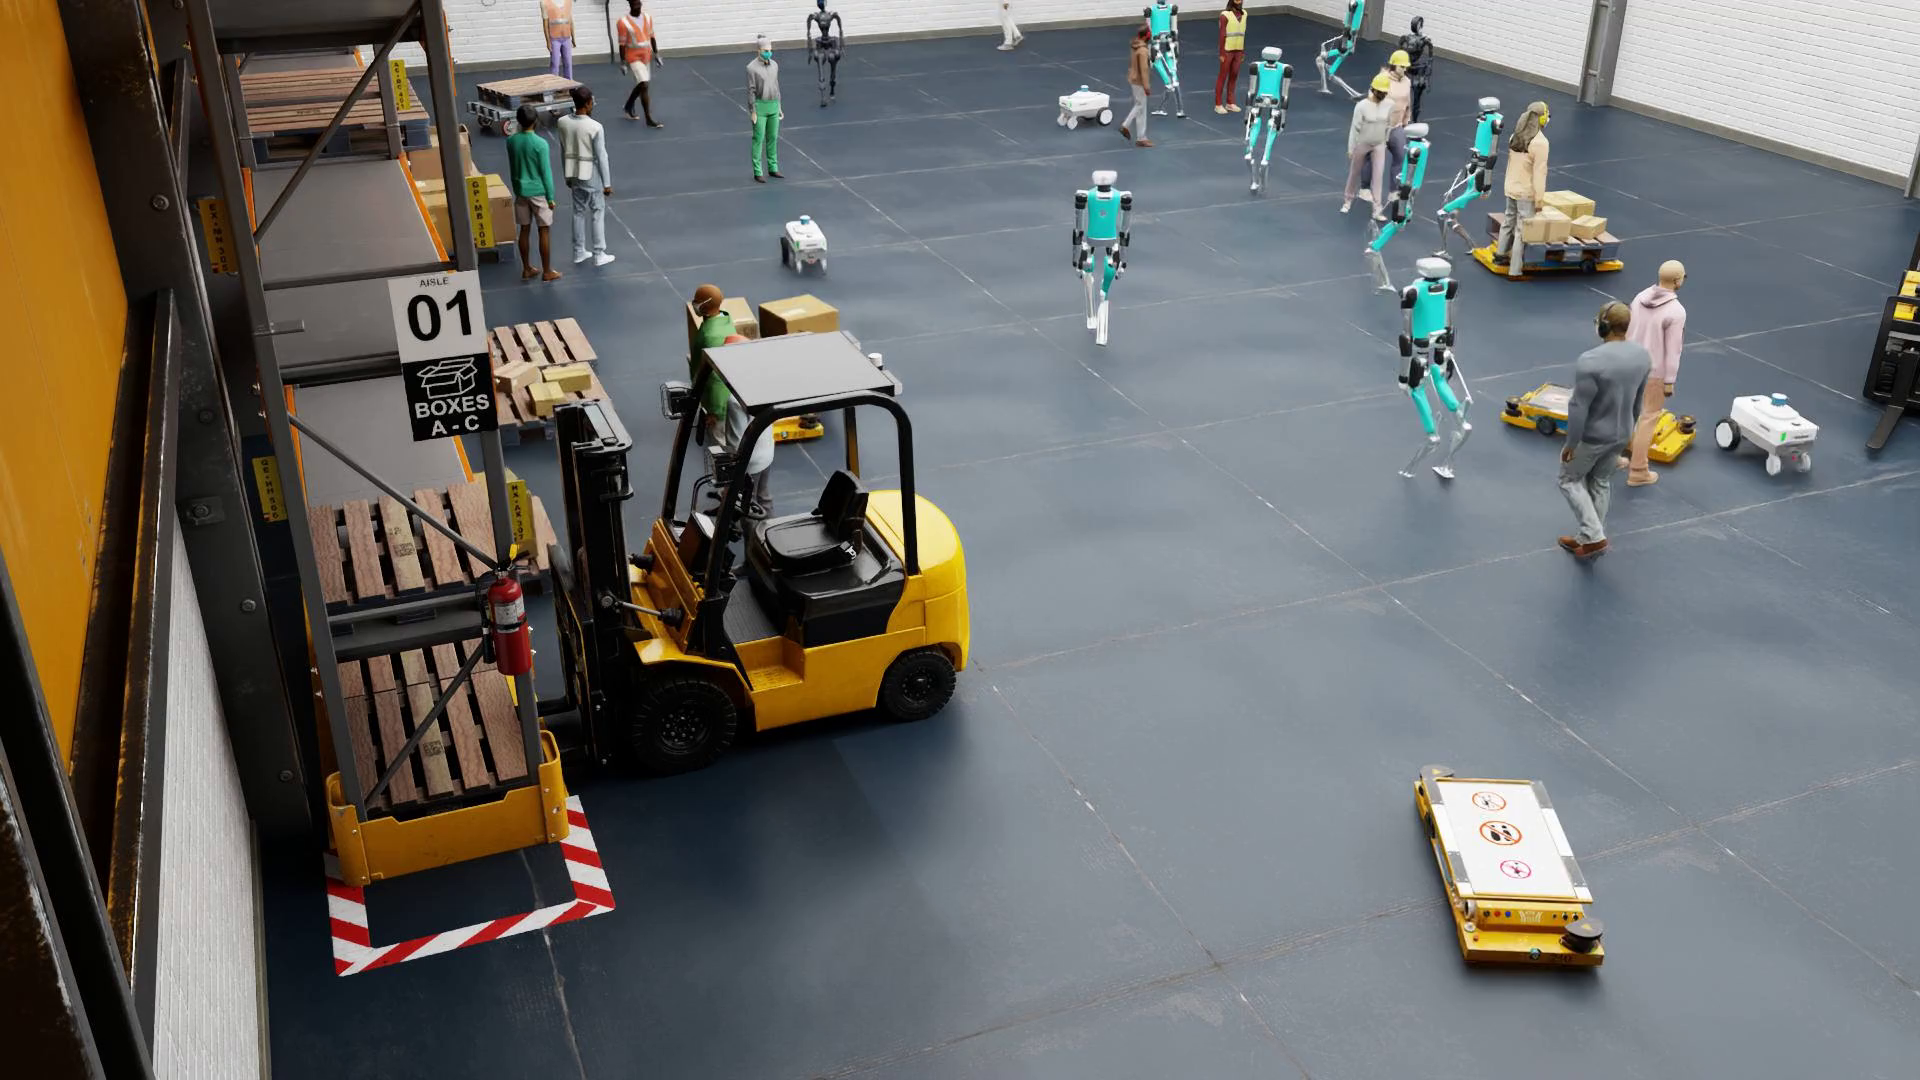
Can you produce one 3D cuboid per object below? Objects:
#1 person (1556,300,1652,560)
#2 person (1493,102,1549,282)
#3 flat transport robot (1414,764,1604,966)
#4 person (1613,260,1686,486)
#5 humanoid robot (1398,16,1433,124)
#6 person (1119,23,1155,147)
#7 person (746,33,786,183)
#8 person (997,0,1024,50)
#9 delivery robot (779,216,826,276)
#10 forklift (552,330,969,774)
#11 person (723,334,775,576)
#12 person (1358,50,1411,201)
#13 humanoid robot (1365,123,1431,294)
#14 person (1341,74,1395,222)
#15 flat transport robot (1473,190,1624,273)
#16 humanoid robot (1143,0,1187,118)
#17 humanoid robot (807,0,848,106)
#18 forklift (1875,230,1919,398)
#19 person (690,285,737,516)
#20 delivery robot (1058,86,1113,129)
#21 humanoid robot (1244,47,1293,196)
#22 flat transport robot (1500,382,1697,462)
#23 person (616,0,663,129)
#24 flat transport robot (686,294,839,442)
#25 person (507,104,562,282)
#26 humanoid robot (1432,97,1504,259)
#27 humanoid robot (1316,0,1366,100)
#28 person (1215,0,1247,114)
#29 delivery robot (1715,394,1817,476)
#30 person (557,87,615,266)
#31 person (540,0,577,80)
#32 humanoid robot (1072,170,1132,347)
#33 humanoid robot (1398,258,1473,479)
[{"bbox_3d":[4.462,-0.728,11.606,0.653,1.920,0.439,-13,29,-24],"label":"person"},{"bbox_3d":[5.909,-3.658,17.486,0.389,1.872,0.567,-9,28,-17],"label":"person"},{"bbox_3d":[2.831,1.667,8.671,0.659,0.231,1.431,2,27,3],"label":"flat transport robot"},{"bbox_3d":[5.314,-1.299,12.897,0.408,1.775,0.526,-11,29,-21],"label":"person"},{"bbox_3d":[6.385,-6.543,23.474,0.603,1.633,0.750,20,33,34],"label":"humanoid robot"},{"bbox_3d":[2.464,-6.274,22.933,0.400,1.637,0.527,-3,27,-7],"label":"person"},{"bbox_3d":[-2.479,-5.507,21.182,0.341,1.852,0.507,23,35,38],"label":"person"},{"bbox_3d":[0.860,-9.565,29.257,0.601,1.847,0.634,-6,27,-11],"label":"person"},{"bbox_3d":[-1.680,-3.227,18.084,0.499,0.592,0.771,-7,27,-13],"label":"delivery robot"},{"bbox_3d":[-1.094,0.010,9.831,2.313,2.155,1.214,-10,28,-20],"label":"forklift"},{"bbox_3d":[-1.477,-0.586,11.513,0.352,1.742,0.572,8,28,15],"label":"person"},{"bbox_3d":[5.213,-4.983,20.152,0.772,1.839,0.807,-11,29,-20],"label":"person"},{"bbox_3d":[4.413,-3.371,17.135,0.658,1.864,0.535,11,29,21],"label":"humanoid robot"},{"bbox_3d":[4.828,-4.656,19.649,0.542,1.707,0.767,-5,27,-10],"label":"person"},{"bbox_3d":[6.428,-3.115,18.184,1.431,0.231,0.659,-2,27,-4],"label":"flat transport robot"},{"bbox_3d":[3.070,-7.081,24.441,0.597,1.771,0.875,-8,28,-16],"label":"humanoid robot"},{"bbox_3d":[-2.027,-7.482,25.374,0.612,1.642,0.789,-1,27,-2],"label":"humanoid robot"},{"bbox_3d":[9.029,-2.397,14.618,1.214,2.155,2.313,18,32,32],"label":"forklift"},{"bbox_3d":[-1.798,-1.041,12.373,0.386,1.784,0.537,0,27,0],"label":"person"},{"bbox_3d":[1.835,-6.298,24.217,0.791,0.614,0.499,-14,30,-26],"label":"delivery robot"},{"bbox_3d":[3.742,-5.063,20.546,0.542,1.912,0.714,8,28,16],"label":"humanoid robot"},{"bbox_3d":[5.366,-1.007,13.990,1.431,0.231,0.659,20,33,34],"label":"flat transport robot"},{"bbox_3d":[-4.681,-6.975,24.017,0.904,1.929,0.602,18,32,32],"label":"person"},{"bbox_3d":[-1.659,-1.202,14.379,0.659,0.231,1.431,-7,28,-14],"label":"flat transport robot"},{"bbox_3d":[-4.487,-3.619,17.446,0.490,1.840,0.409,8,28,15],"label":"person"},{"bbox_3d":[5.475,-3.925,18.186,0.879,1.781,0.552,-2,27,-4],"label":"humanoid robot"},{"bbox_3d":[5.791,-7.592,25.452,1.004,1.739,0.539,14,30,26],"label":"humanoid robot"},{"bbox_3d":[4.038,-7.274,24.785,0.470,1.767,0.369,-15,30,-28],"label":"person"},{"bbox_3d":[6.553,-0.897,13.432,0.499,0.575,0.759,-5,27,-10],"label":"delivery robot"},{"bbox_3d":[-4.041,-3.910,17.946,0.600,1.904,0.394,13,29,24],"label":"person"},{"bbox_3d":[-6.158,-7.700,25.560,0.388,1.839,0.559,22,34,36],"label":"person"},{"bbox_3d":[1.319,-2.692,15.735,0.537,1.735,1.027,1,27,2],"label":"humanoid robot"},{"bbox_3d":[3.718,-1.230,12.809,0.531,1.776,0.784,-15,30,-27],"label":"humanoid robot"}]
